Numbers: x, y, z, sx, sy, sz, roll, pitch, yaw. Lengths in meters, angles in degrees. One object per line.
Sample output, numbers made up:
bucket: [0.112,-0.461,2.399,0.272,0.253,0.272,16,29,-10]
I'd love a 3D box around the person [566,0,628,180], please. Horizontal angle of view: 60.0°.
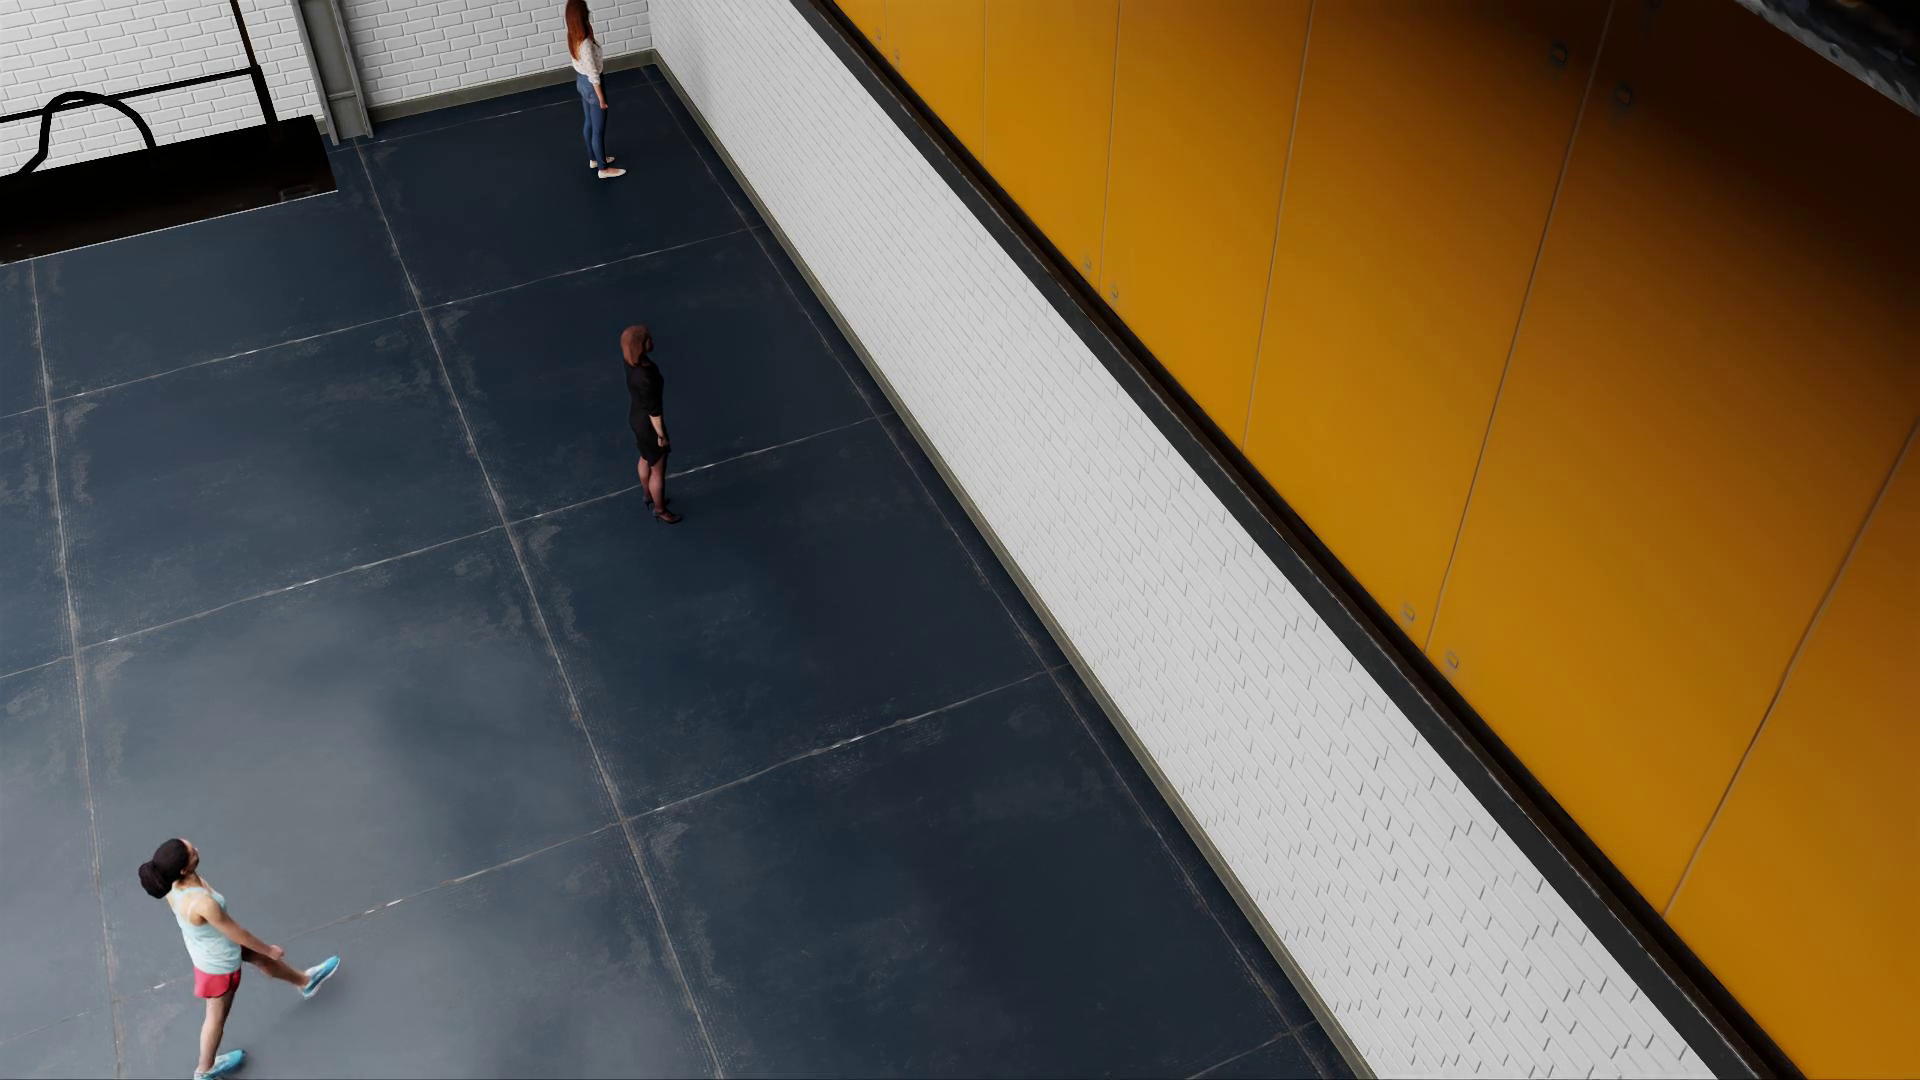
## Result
person: [-3.425,-4.189,15.401,0.523,1.729,0.587,-21,48,-21]

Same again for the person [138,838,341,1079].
person: [-3.924,2.228,8.674,0.885,1.717,1.244,33,53,30]

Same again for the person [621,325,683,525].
person: [-2.226,-0.829,11.891,0.500,1.705,0.594,-20,47,-20]
